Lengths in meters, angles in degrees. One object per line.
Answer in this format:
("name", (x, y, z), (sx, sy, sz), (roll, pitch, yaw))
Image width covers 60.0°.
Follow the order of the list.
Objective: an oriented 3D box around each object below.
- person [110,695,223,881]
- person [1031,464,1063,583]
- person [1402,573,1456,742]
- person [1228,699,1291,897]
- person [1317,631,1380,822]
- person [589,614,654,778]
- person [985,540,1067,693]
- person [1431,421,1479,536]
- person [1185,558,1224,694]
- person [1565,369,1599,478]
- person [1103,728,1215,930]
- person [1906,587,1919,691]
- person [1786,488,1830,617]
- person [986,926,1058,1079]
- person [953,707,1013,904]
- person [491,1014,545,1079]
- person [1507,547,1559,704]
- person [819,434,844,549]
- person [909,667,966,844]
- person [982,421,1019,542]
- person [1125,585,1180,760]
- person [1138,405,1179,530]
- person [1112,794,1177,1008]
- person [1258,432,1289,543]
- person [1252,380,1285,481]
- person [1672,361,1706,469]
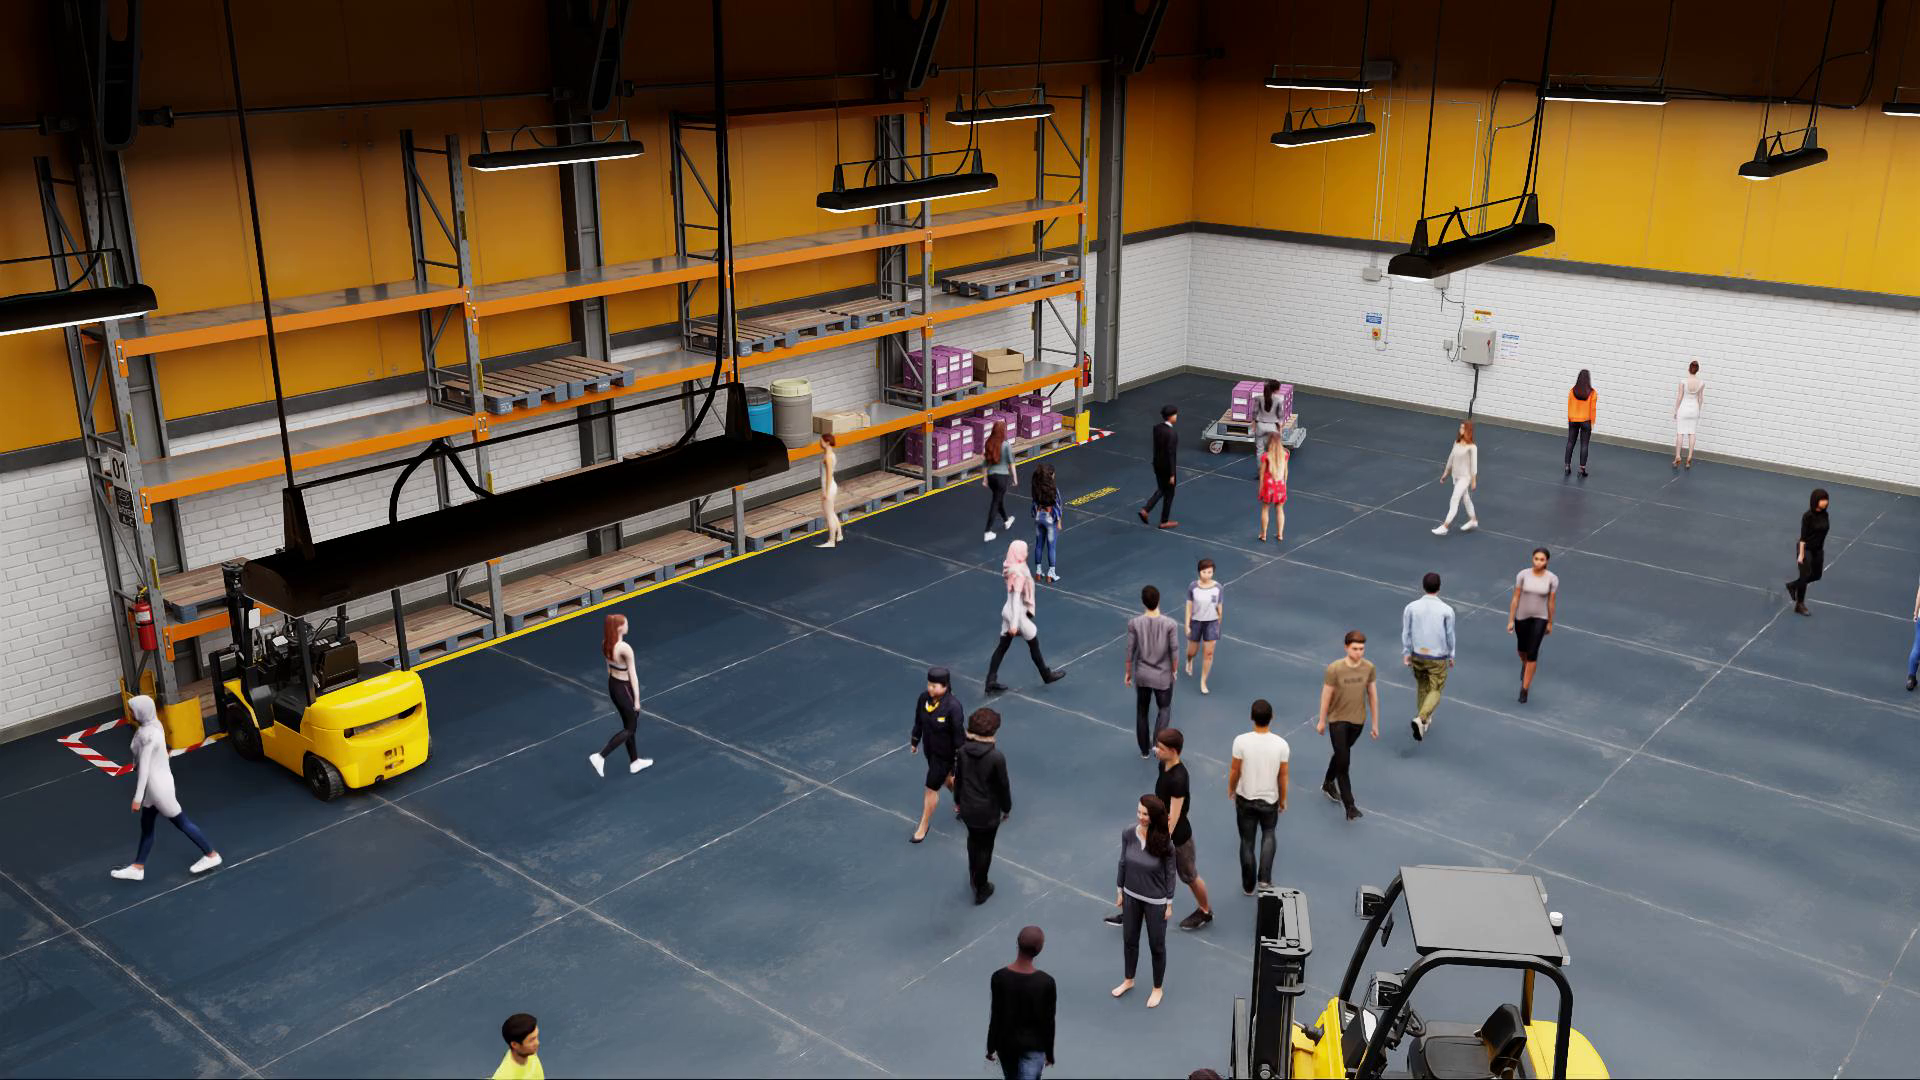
("person", (-6.946, 2.201, 14.636), (1.222, 1.732, 0.967), (-8, 20, -22))
("person", (1.145, -0.239, 22.065), (0.609, 1.614, 0.555), (13, 23, 34))
("person", (4.876, 1.254, 17.362), (0.790, 1.787, 1.061), (12, 22, 31))
("person", (2.569, 2.266, 14.353), (0.763, 1.788, 0.800), (1, 19, 4))
("person", (3.670, 1.713, 15.957), (1.219, 1.812, 1.180), (-5, 19, -14))
("person", (-3.410, 1.577, 16.497), (0.619, 1.727, 0.965), (16, 25, 40))
("person", (0.524, 0.897, 18.472), (1.257, 1.754, 1.063), (-5, 19, -15))
("person", (7.279, -0.884, 23.906), (1.165, 1.663, 0.958), (-6, 20, -18))
("person", (2.737, 0.917, 18.729), (0.809, 1.553, 0.894), (1, 19, 3))
("person", (9.983, -1.890, 26.757), (0.621, 1.749, 0.546), (16, 25, 40))
("person", (1.848, 2.439, 13.796), (1.287, 1.817, 1.110), (-5, 19, -15))
("person", (10.872, 0.907, 18.552), (0.572, 1.684, 0.636), (-15, 24, -38))
("person", (10.659, 0.123, 20.965), (0.821, 1.630, 0.843), (-6, 19, -17))
("person", (0.401, 3.421, 11.036), (0.983, 1.718, 1.176), (2, 19, 7))
("person", (0.145, 2.316, 14.253), (0.717, 1.758, 0.717), (9, 21, 25))
("person", (-2.814, 3.686, 10.308), (0.916, 1.680, 0.909), (4, 19, 11))
("person", (6.386, 0.885, 18.578), (0.833, 1.710, 1.238), (9, 21, 26))
("person", (-1.815, -0.707, 23.399), (0.732, 1.651, 0.671), (-1, 19, -4))
("person", (-0.124, 1.964, 15.498), (1.104, 1.630, 0.794), (-17, 25, -40))
("person", (0.495, -0.800, 23.596), (0.705, 1.701, 1.100), (11, 21, 29))
("person", (1.950, 1.394, 16.876), (0.853, 1.833, 0.910), (6, 19, 16))
("person", (2.883, -1.036, 24.044), (1.005, 1.863, 0.901), (-8, 20, -23))
("person", (1.443, 2.768, 12.895), (0.653, 1.768, 0.575), (10, 21, 27))
("person", (4.449, -0.757, 23.643), (0.671, 1.590, 0.732), (-2, 19, -5))
("person", (4.865, -1.740, 26.440), (0.718, 1.667, 0.700), (2, 19, 7))
("person", (11.900, -2.061, 27.197), (0.648, 1.793, 0.665), (2, 19, 6))
